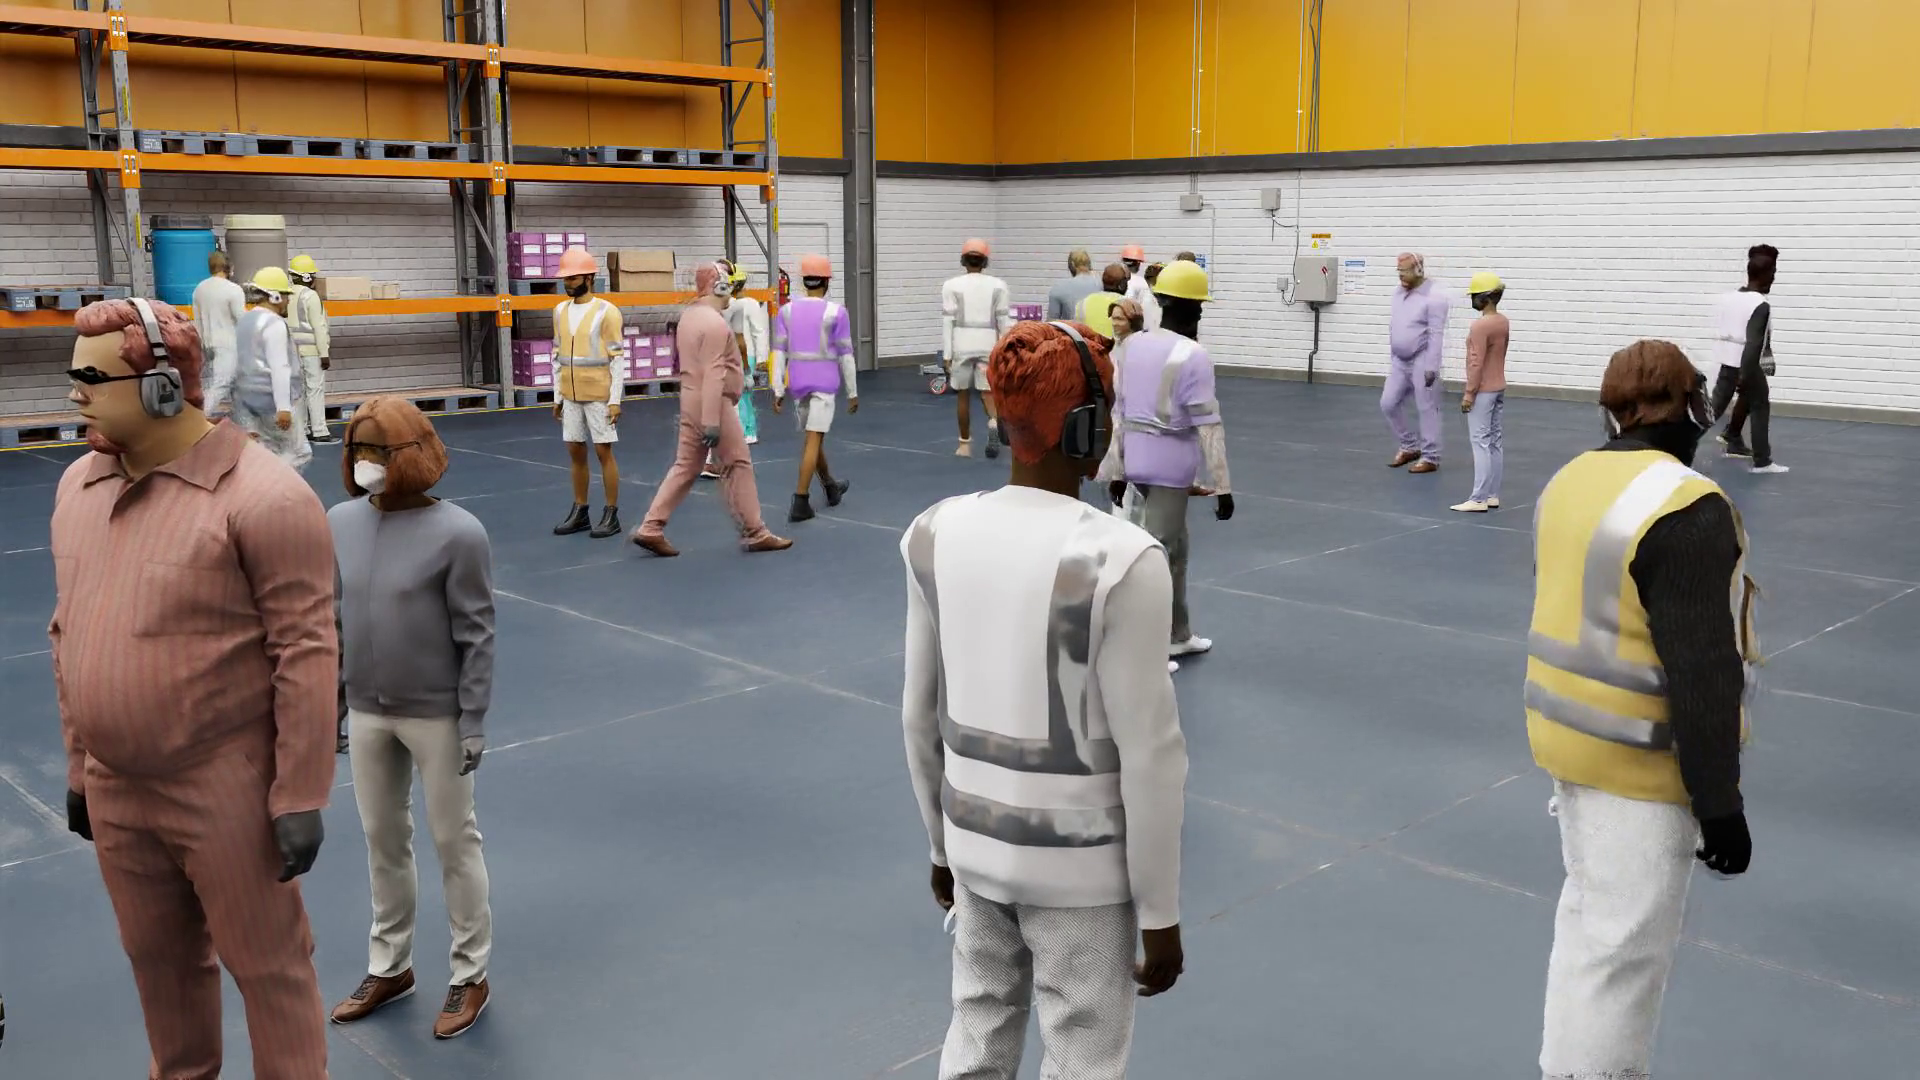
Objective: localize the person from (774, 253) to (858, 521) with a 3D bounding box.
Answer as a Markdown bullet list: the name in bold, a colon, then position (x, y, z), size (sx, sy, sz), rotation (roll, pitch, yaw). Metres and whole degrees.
- **person**: position (-1.013, -1.121, 12.061), size (0.567, 1.883, 1.002), rotation (4, 11, 22)

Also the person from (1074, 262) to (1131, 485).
- **person**: position (1.161, -1.294, 13.215), size (0.626, 1.814, 0.725), rotation (6, 12, 32)

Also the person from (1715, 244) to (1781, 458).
- **person**: position (7.184, -1.703, 15.077), size (0.420, 1.944, 0.612), rotation (3, 11, 18)

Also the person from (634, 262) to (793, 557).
- **person**: position (-1.610, -0.816, 10.503), size (0.996, 1.860, 0.656), rotation (-5, 12, -27)

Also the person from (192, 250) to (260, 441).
- **person**: position (-7.142, -1.844, 16.036), size (0.636, 1.897, 1.033), rotation (7, 12, 32)

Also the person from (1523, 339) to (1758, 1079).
- **person**: position (1.425, 0.496, 3.511), size (0.431, 1.810, 0.750), rotation (0, 10, 1)

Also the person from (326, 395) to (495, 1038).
- **person**: position (-1.406, 0.446, 4.223), size (0.499, 1.633, 0.286), rotation (3, 11, 17)

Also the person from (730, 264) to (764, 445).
- **person**: position (-2.155, -1.738, 15.828), size (0.525, 1.745, 0.672), rotation (9, 14, 40)

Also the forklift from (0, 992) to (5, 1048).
- **forklift**: position (-3.245, 0.323, 3.363), size (2.313, 2.155, 1.214), rotation (2, 11, 13)

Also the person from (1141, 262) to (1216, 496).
- **person**: position (1.680, -1.198, 12.686), size (0.749, 1.826, 0.328), rotation (-3, 11, -18)

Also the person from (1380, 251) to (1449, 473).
- **person**: position (3.890, -1.511, 14.201), size (0.441, 1.880, 0.681), rotation (-6, 12, -30)

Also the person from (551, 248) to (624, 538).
- **person**: position (-2.518, -0.976, 11.149), size (0.552, 1.935, 0.374), rotation (5, 11, 25)

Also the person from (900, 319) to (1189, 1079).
- **person**: position (0.152, 0.566, 2.892), size (0.572, 1.883, 0.356), rotation (9, 14, 42)

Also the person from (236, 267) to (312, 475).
- **person**: position (-4.645, -0.936, 11.277), size (0.432, 1.809, 0.609), rotation (-10, 14, -43)

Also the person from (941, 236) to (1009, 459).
- **person**: position (0.150, -1.696, 14.875), size (0.607, 2.019, 0.783), rotation (-2, 11, -13)

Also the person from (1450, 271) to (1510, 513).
- **person**: position (3.833, -1.083, 12.206), size (0.313, 1.767, 0.523), rotation (8, 13, 39)

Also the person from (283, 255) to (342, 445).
- **person**: position (-6.305, -1.832, 16.103), size (0.590, 1.833, 0.404), rotation (7, 12, 32)

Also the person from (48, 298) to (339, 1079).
- **person**: position (-1.550, 0.477, 3.317), size (0.648, 1.904, 0.401), rotation (4, 11, 21)

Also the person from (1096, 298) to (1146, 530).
- **person**: position (1.086, -0.746, 10.718), size (0.548, 1.621, 0.533), rotation (-7, 12, -32)

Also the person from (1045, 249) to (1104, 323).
- **person**: position (1.080, -1.727, 15.375), size (0.631, 1.887, 0.927), rotation (-3, 11, -17)

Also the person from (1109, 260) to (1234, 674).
- **person**: position (1.041, -0.319, 7.651), size (0.769, 1.898, 0.627), rotation (-6, 12, -29)

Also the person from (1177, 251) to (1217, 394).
- **person**: position (2.862, -2.683, 20.796), size (0.832, 1.810, 0.623), rotation (7, 12, 33)

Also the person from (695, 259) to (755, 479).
- **person**: position (-1.963, -1.406, 13.782), size (0.590, 1.824, 0.646), rotation (4, 11, 22)

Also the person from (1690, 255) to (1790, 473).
- **person**: position (6.562, -1.477, 14.105), size (0.997, 1.878, 0.600), rotation (-1, 10, -6)

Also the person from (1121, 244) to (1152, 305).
- **person**: position (1.869, -2.274, 18.262), size (0.585, 1.922, 0.457), rotation (6, 12, 30)
